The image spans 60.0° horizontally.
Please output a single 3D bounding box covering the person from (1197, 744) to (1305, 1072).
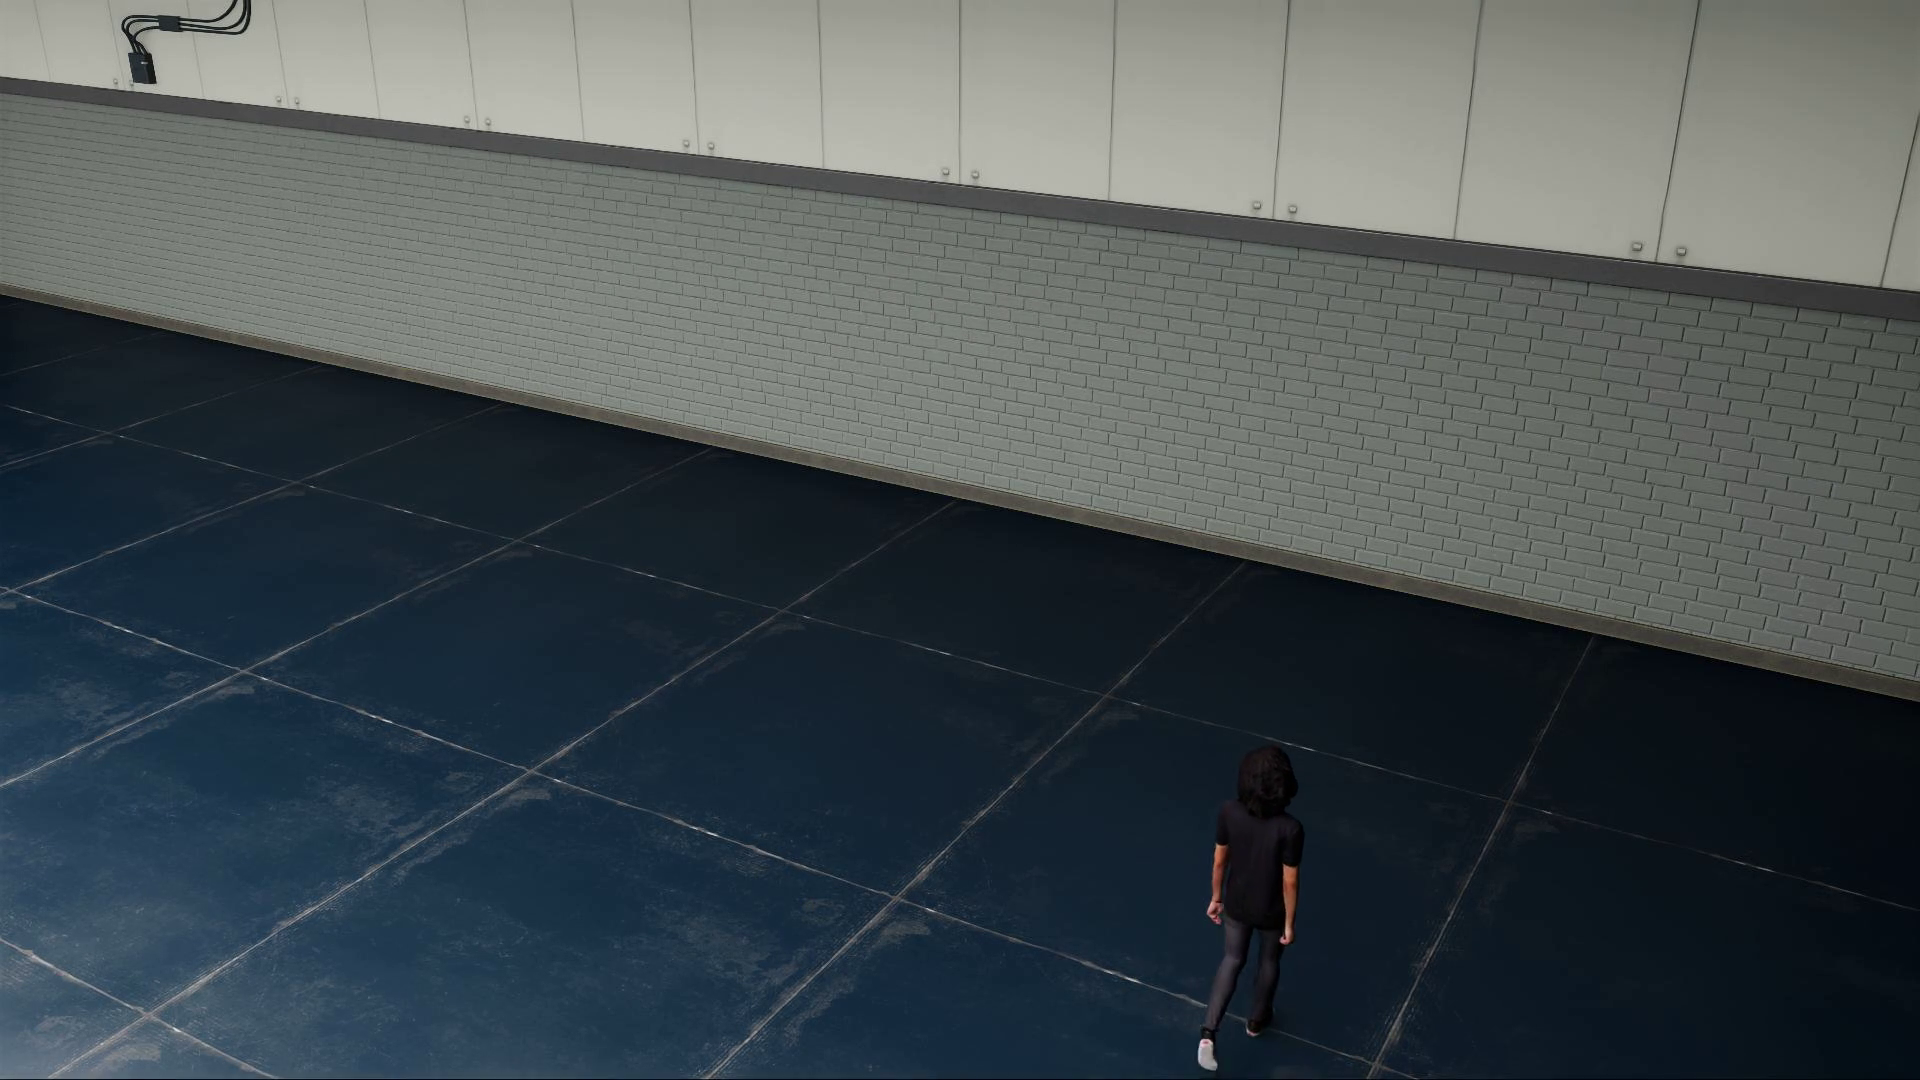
[{"bbox_3d":[1.487,1.910,8.554,0.638,1.809,0.997,14,27,29],"label":"person"}]
